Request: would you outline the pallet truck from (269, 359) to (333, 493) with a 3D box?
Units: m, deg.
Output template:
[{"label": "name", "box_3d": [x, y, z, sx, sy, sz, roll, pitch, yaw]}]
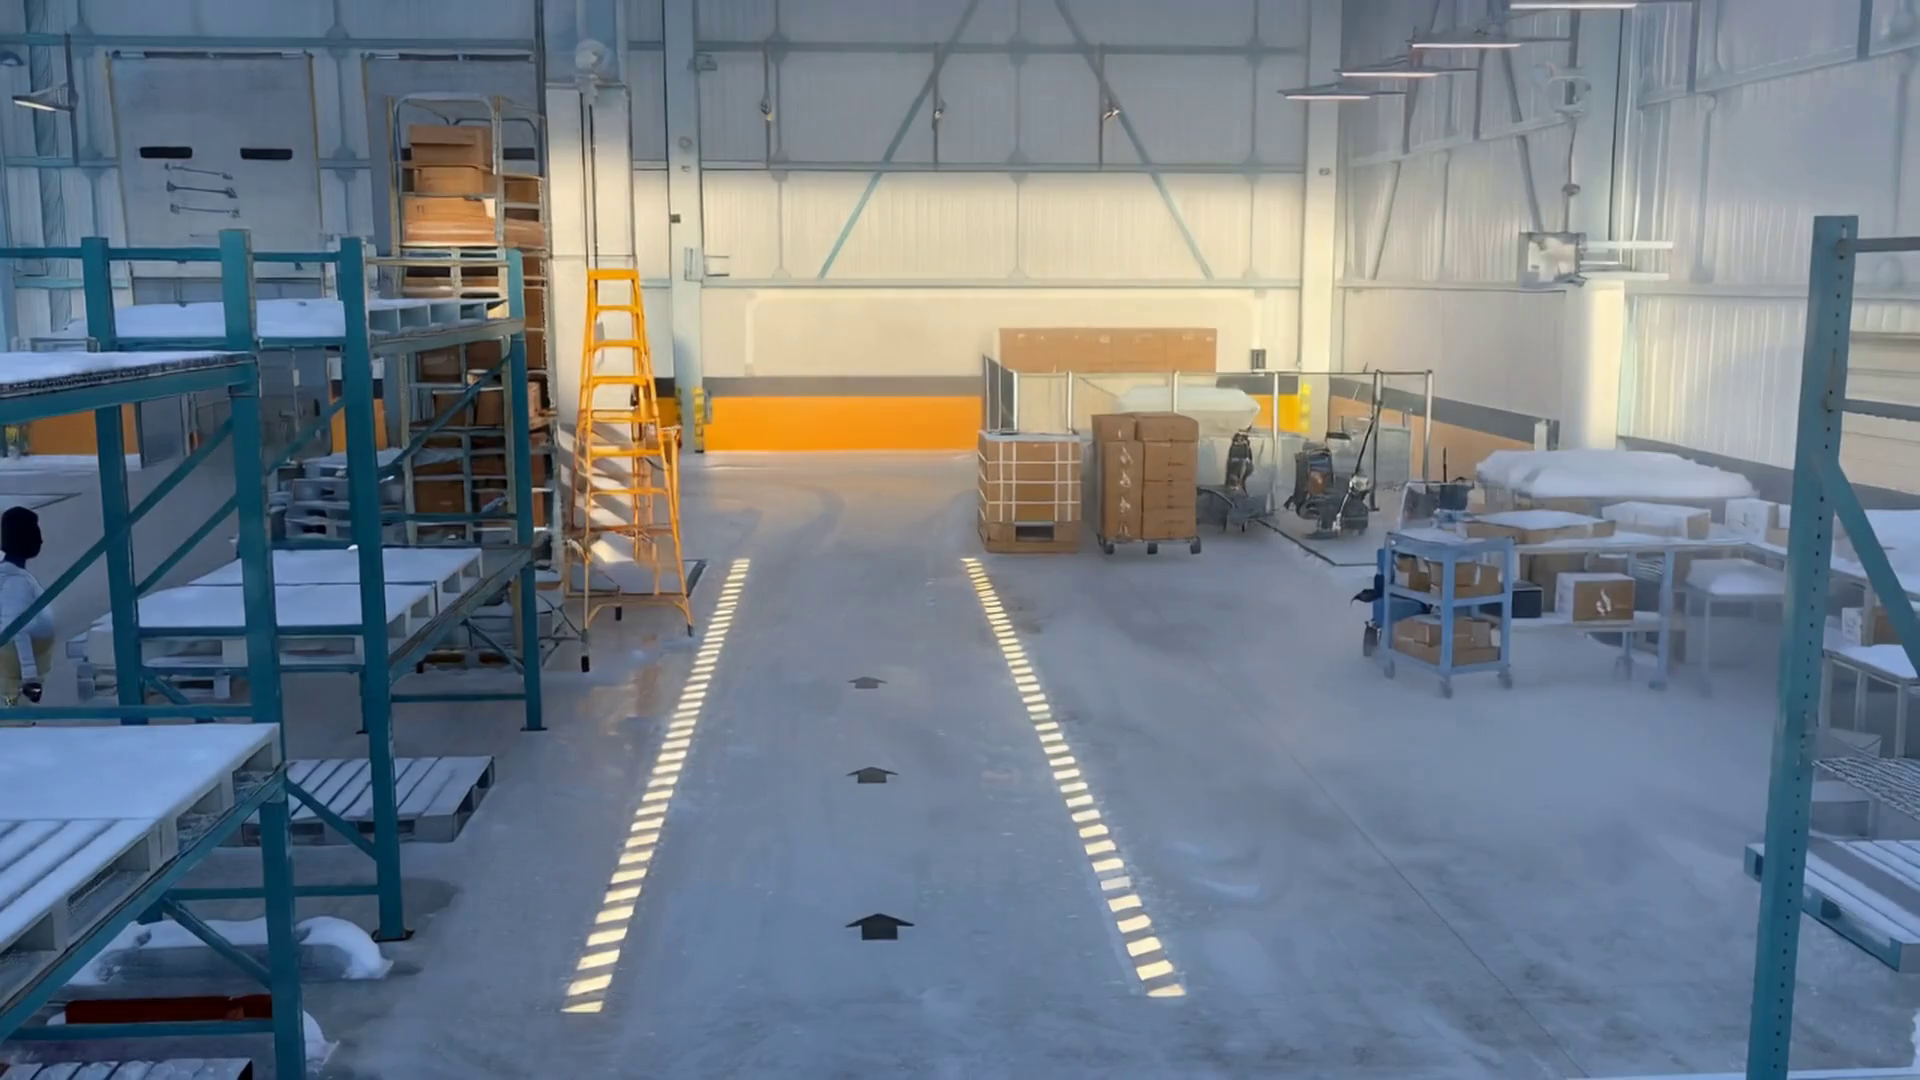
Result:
[{"label": "pallet truck", "box_3d": [-7.062, -1.131, 18.996, 1.885, 1.965, 0.823, 2, 9, 13]}]

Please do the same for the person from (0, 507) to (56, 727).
[{"label": "person", "box_3d": [-4.880, 0.670, 8.660, 0.322, 1.689, 0.530, -5, 10, -30]}]
